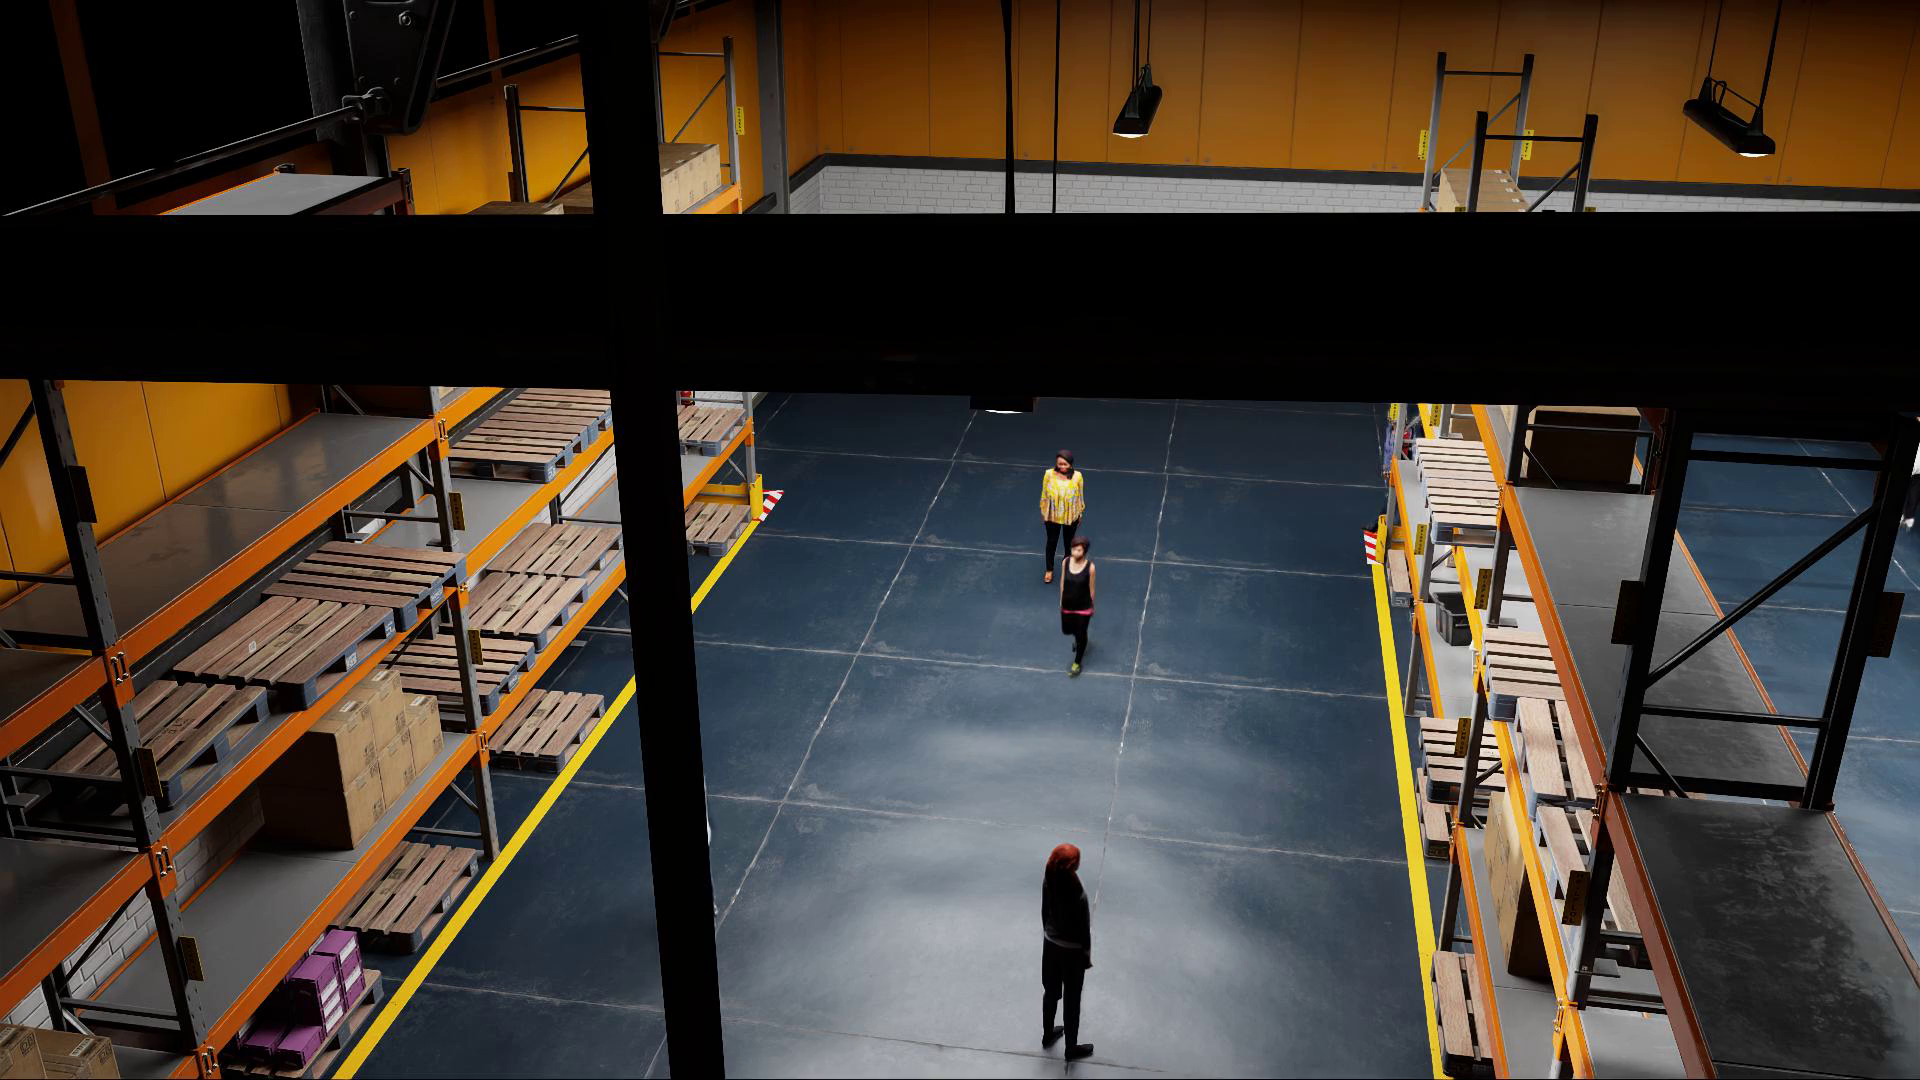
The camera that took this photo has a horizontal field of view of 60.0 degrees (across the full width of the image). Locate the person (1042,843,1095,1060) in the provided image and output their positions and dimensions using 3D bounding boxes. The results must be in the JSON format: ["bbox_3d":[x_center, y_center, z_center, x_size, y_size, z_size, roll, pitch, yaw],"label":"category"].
[{"bbox_3d":[0.756,2.945,11.977,0.679,1.780,0.651,-21,31,-40],"label":"person"}]

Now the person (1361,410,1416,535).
[{"bbox_3d":[5.577,-0.855,20.835,1.155,1.648,1.260,-8,25,-17],"label":"person"}]

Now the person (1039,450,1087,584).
[{"bbox_3d":[1.197,-0.285,19.522,0.751,1.655,0.785,1,24,1],"label":"person"}]

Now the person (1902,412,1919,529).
[{"bbox_3d":[12.111,-0.967,21.093,0.731,1.645,1.114,7,24,15],"label":"person"}]

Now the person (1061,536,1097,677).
[{"bbox_3d":[1.268,0.642,17.543,0.681,1.541,0.879,11,26,24],"label":"person"}]
